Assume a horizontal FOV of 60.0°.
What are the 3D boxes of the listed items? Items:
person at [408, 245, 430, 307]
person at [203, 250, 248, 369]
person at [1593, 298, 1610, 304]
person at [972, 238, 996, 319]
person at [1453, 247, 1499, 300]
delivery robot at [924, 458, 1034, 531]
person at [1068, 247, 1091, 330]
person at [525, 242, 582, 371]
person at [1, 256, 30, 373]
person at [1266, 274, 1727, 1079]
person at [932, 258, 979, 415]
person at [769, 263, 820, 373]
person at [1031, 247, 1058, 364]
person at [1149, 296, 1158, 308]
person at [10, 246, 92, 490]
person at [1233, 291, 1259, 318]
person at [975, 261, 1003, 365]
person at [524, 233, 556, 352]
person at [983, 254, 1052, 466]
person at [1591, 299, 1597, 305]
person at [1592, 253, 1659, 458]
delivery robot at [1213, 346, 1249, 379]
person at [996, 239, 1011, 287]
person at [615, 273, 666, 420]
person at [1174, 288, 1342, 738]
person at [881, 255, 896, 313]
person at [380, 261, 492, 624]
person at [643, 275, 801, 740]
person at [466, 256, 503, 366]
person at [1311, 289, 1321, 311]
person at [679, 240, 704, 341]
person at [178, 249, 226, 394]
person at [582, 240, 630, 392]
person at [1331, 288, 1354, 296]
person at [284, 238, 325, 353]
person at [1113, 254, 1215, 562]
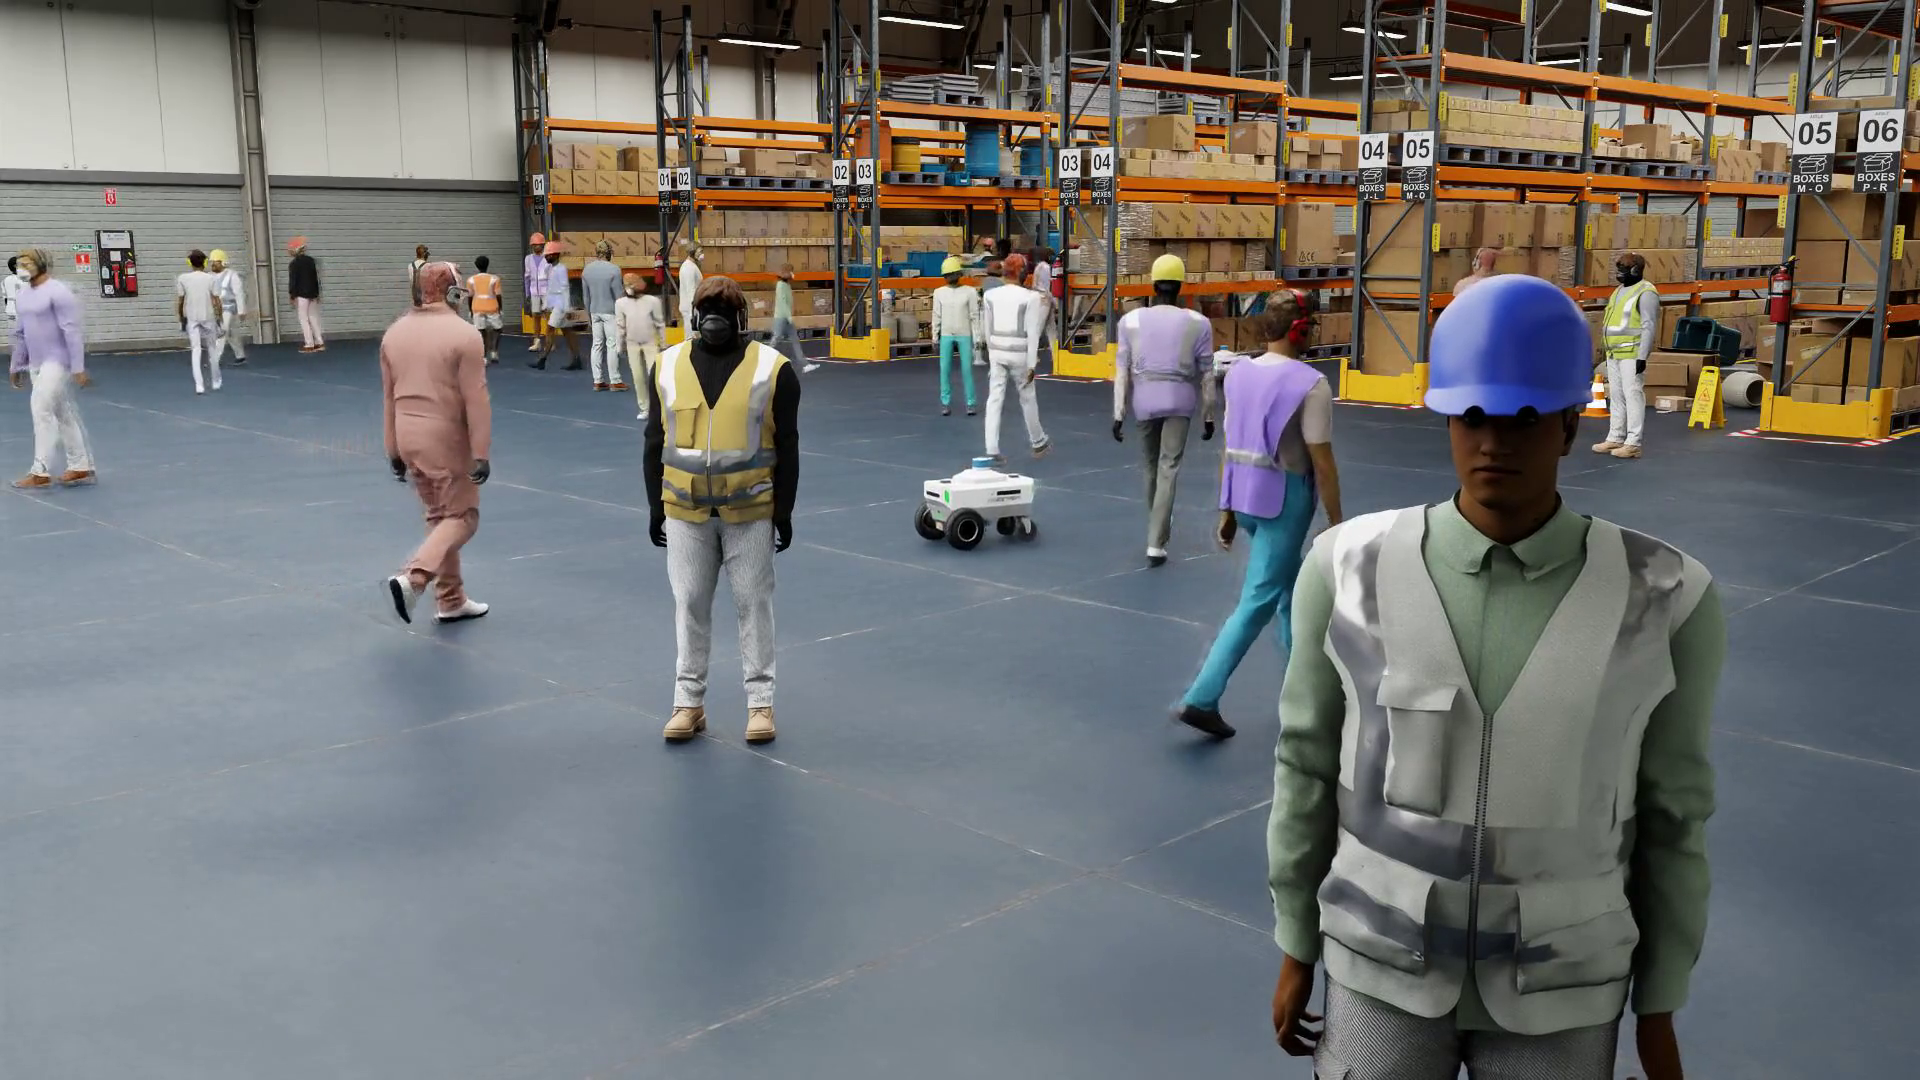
[{"bbox_3d":[-9.192,-4.130,28.508,0.505,1.841,0.331,3,11,16],"label":"person"},{"bbox_3d":[-11.206,-3.510,25.272,0.607,1.786,0.955,4,11,21],"label":"person"},{"bbox_3d":[11.818,-4.473,30.319,0.582,1.853,0.826,5,12,25],"label":"person"},{"bbox_3d":[0.604,-5.128,33.671,1.038,1.929,0.622,-9,14,-42],"label":"person"},{"bbox_3d":[5.029,-1.871,16.040,0.668,1.889,0.630,-3,11,-14],"label":"person"},{"bbox_3d":[0.132,-0.297,10.962,0.707,0.478,0.477,-6,12,-29],"label":"delivery robot"},{"bbox_3d":[2.470,-5.246,34.750,0.597,1.787,0.943,7,13,34],"label":"person"},{"bbox_3d":[-6.080,-3.463,24.706,0.951,1.892,0.553,-4,11,-22],"label":"person"},{"bbox_3d":[-13.786,-3.306,24.400,0.530,1.693,0.321,5,11,24],"label":"person"},{"bbox_3d":[0.736,0.604,2.385,0.602,1.948,0.387,4,11,19],"label":"person"},{"bbox_3d":[-0.051,-2.273,18.639,0.534,1.735,0.396,3,11,14],"label":"person"},{"bbox_3d":[-2.486,-3.201,24.121,0.836,1.590,0.501,3,11,13],"label":"person"},{"bbox_3d":[1.325,-3.677,26.124,0.775,1.799,0.700,0,10,-3],"label":"person"},{"bbox_3d":[4.086,-5.187,34.398,0.581,1.797,0.867,5,12,26],"label":"person"},{"bbox_3d":[-7.308,-1.345,13.109,0.663,1.907,0.850,6,12,31],"label":"person"},{"bbox_3d":[5.334,-4.528,31.275,0.636,1.618,0.513,-8,13,-38],"label":"person"},{"bbox_3d":[0.539,-3.520,25.834,0.775,1.592,0.508,-9,14,-40],"label":"person"},{"bbox_3d":[-7.239,-4.272,28.725,0.615,2.038,0.395,2,11,12],"label":"person"},{"bbox_3d":[0.492,-1.602,14.722,0.579,1.831,0.978,5,12,26],"label":"person"},{"bbox_3d":[12.265,-4.816,32.059,0.922,1.893,0.574,-10,14,-44],"label":"person"},{"bbox_3d":[6.067,-1.685,15.161,0.429,1.841,0.633,-1,10,-7],"label":"person"},{"bbox_3d":[3.504,-2.342,22.115,0.707,0.478,0.477,-8,13,-37],"label":"delivery robot"},{"bbox_3d":[0.688,-3.880,26.837,0.636,1.940,0.646,-5,11,-23],"label":"person"},{"bbox_3d":[-3.479,-2.105,18.097,0.521,1.598,0.444,0,10,-1],"label":"person"},{"bbox_3d":[1.265,-0.112,6.713,0.970,1.798,0.586,-5,12,-26],"label":"person"},{"bbox_3d":[-1.379,-4.450,30.789,0.308,1.639,0.523,-9,14,-41],"label":"person"},{"bbox_3d":[-2.699,-0.467,8.447,0.678,1.876,0.703,6,12,29],"label":"person"},{"bbox_3d":[-0.950,-0.120,6.619,0.627,1.847,0.429,1,10,3],"label":"person"},{"bbox_3d":[-7.303,-3.528,25.592,0.555,1.687,0.391,-1,10,-3],"label":"person"},{"bbox_3d":[8.857,-6.535,41.396,0.382,1.918,0.596,4,11,21],"label":"person"},{"bbox_3d":[-3.598,-3.053,22.360,0.354,1.936,0.635,-2,11,-10],"label":"person"},{"bbox_3d":[-9.735,-2.809,21.353,0.578,1.818,0.984,-3,11,-16],"label":"person"},{"bbox_3d":[-4.582,-2.900,21.521,0.631,1.940,0.372,5,12,26],"label":"person"},{"bbox_3d":[7.909,-5.267,34.271,0.396,1.993,0.618,-10,14,-43],"label":"person"},{"bbox_3d":[-11.317,-4.199,28.650,0.416,1.950,0.688,2,11,13],"label":"person"},{"bbox_3d":[1.297,-0.841,10.455,0.610,1.872,1.010,3,11,17],"label":"person"}]
